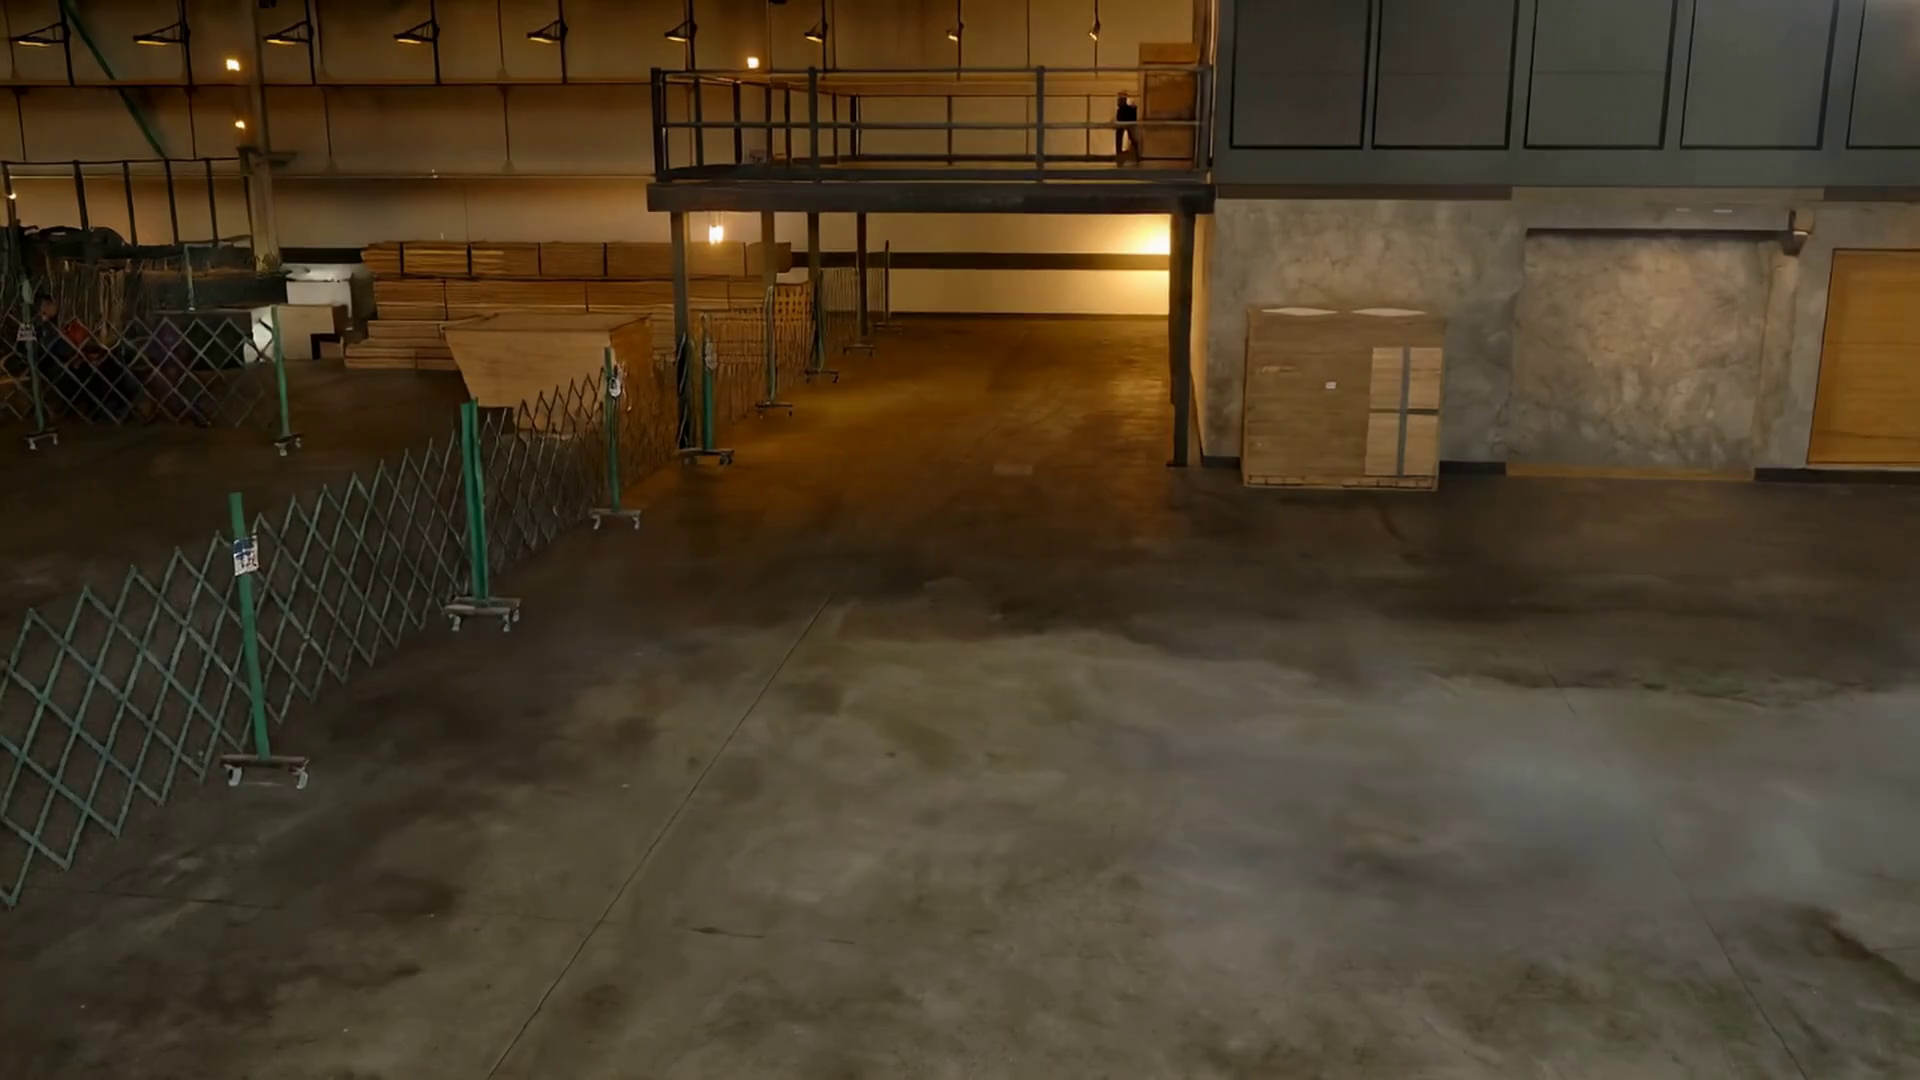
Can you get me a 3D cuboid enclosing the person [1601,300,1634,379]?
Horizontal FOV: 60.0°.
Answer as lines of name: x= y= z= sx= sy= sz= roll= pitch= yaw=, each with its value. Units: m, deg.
person: x=7.008 y=-1.702 z=17.882 sx=0.995 sy=1.867 sz=0.636 roll=1 pitch=14 yaw=2
